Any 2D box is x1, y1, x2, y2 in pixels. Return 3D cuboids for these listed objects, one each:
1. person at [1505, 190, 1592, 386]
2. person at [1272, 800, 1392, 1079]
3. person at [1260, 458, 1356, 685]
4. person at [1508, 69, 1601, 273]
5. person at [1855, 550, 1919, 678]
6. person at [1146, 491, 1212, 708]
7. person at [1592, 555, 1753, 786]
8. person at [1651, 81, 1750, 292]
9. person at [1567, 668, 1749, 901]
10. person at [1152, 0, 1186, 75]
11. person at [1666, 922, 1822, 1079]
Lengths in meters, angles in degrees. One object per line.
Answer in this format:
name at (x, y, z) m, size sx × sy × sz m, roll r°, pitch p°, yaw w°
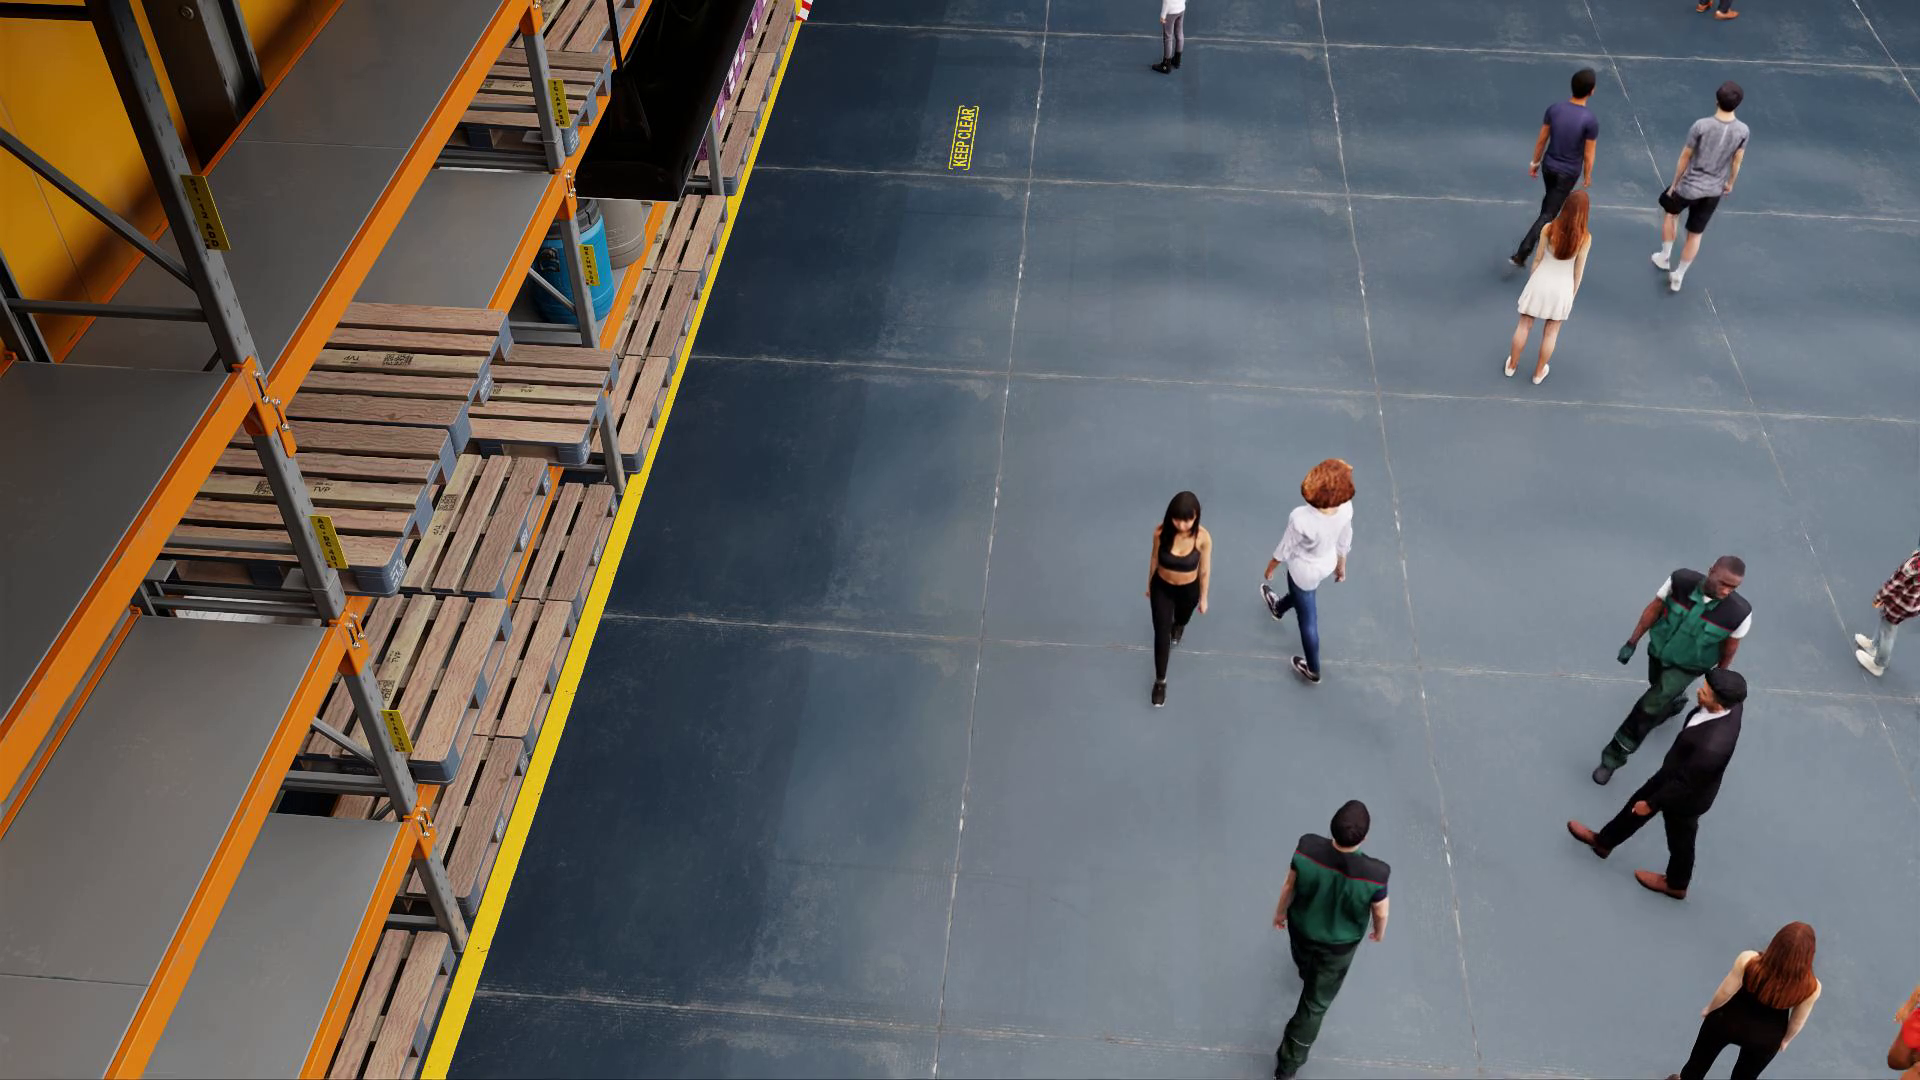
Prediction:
person at (4.654, -1.990, 13.096) m, size 0.628 × 1.709 × 0.620 m, roll 18°, pitch 46°, yaw 18°
person at (1.882, 2.099, 8.699) m, size 1.039 × 1.854 × 1.340 m, roll 21°, pitch 47°, yaw 20°
person at (2.326, 0.242, 10.777) m, size 1.030 × 1.676 × 1.193 m, roll -20°, pitch 47°, yaw -20°
person at (5.086, -3.124, 14.253) m, size 1.231 × 1.754 × 1.137 m, roll -31°, pitch 52°, yaw -28°
person at (6.225, 0.423, 10.860) m, size 0.656 × 1.299 × 0.709 m, roll -14°, pitch 45°, yaw -15°
person at (1.420, 0.269, 10.791) m, size 0.642 × 1.617 × 1.077 m, roll 8°, pitch 44°, yaw 8°
person at (4.458, 0.673, 10.250) m, size 1.281 × 1.779 × 1.234 m, roll -28°, pitch 50°, yaw -26°
person at (6.214, -2.908, 13.954) m, size 0.724 × 1.854 × 0.795 m, roll 7°, pitch 44°, yaw 8°
person at (4.197, 1.438, 9.393) m, size 1.011 × 1.852 × 1.057 m, roll 21°, pitch 47°, yaw 20°
person at (2.194, -5.408, 16.994) m, size 0.580 × 1.280 × 0.642 m, roll -32°, pitch 52°, yaw -29°
person at (3.970, 2.465, 8.407) m, size 0.634 × 1.726 × 0.634 m, roll 21°, pitch 48°, yaw 21°
